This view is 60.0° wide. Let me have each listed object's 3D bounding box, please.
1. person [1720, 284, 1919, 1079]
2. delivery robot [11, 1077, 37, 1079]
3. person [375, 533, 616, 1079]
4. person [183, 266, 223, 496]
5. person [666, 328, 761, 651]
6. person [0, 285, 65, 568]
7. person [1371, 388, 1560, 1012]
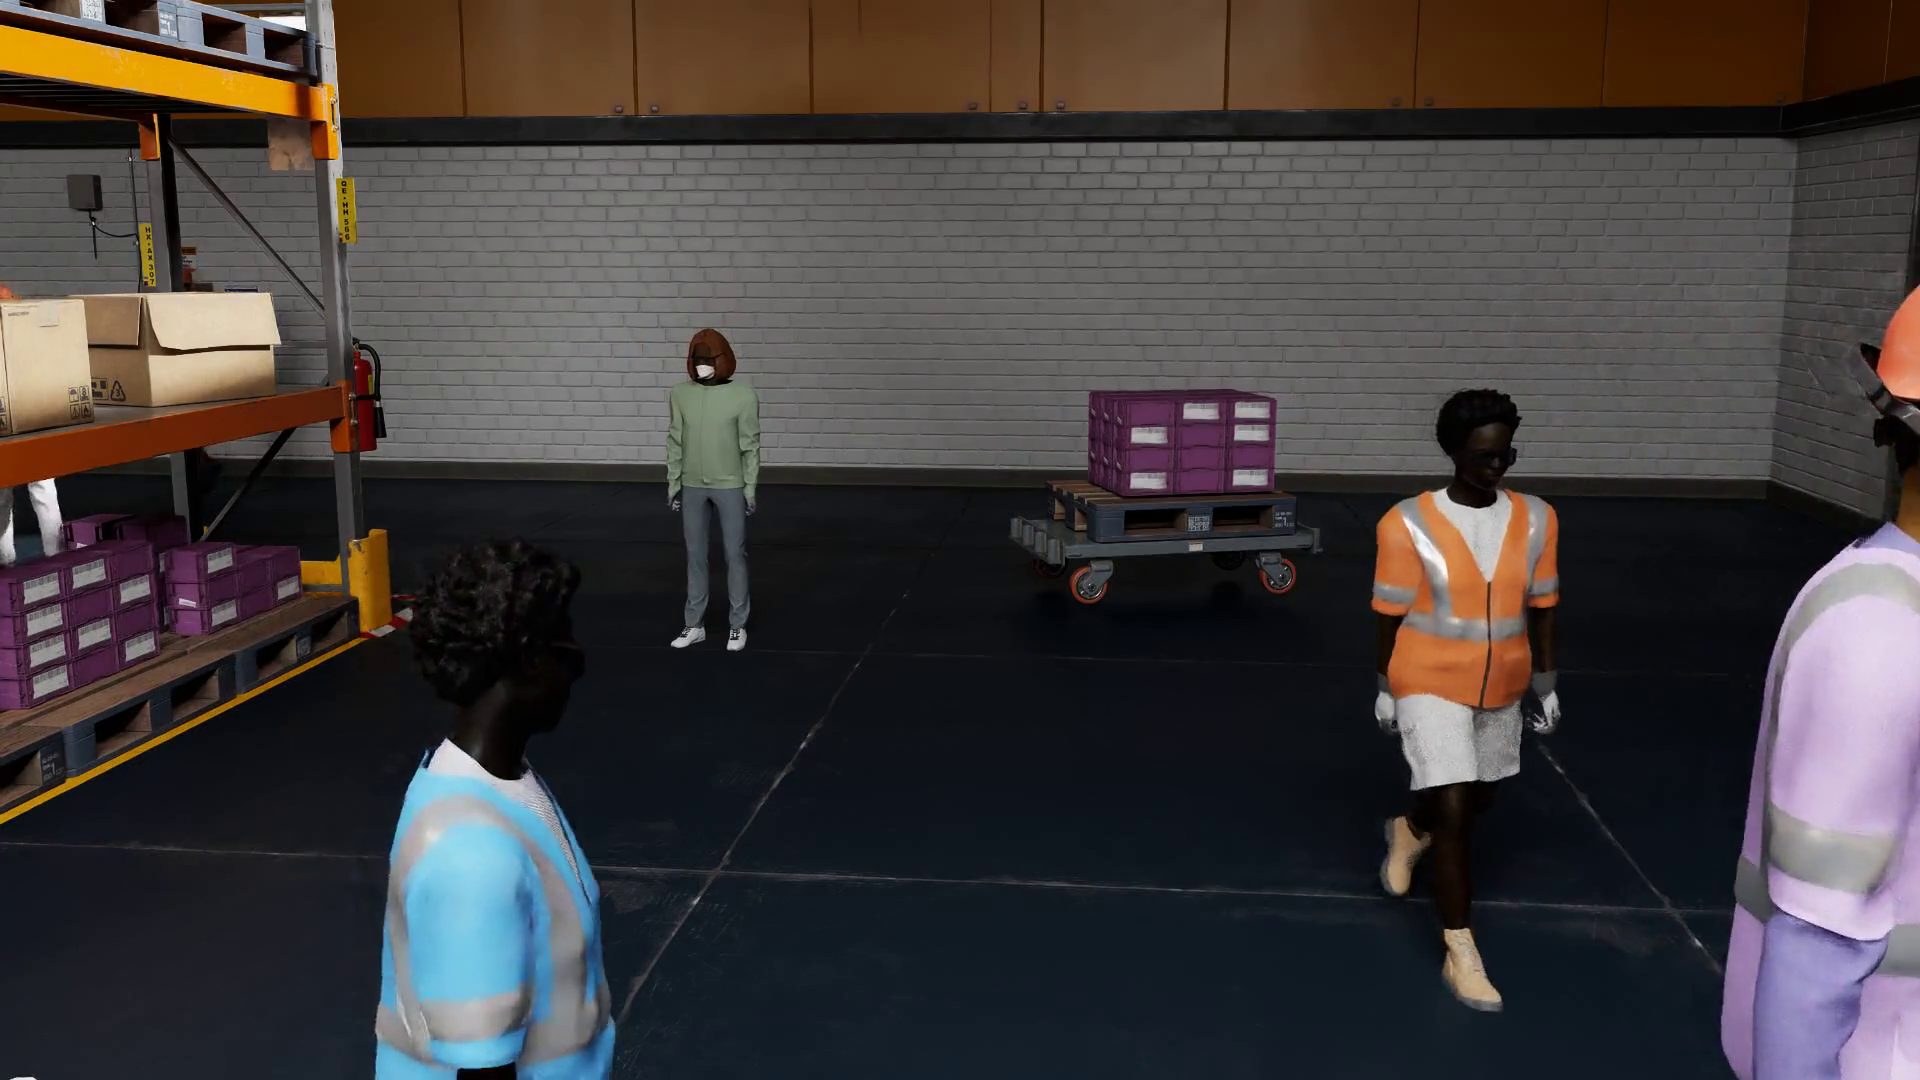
[{"bbox_3d":[1.242,0.670,2.026,0.741,2.018,0.633,6,12,33],"label":"person"},{"bbox_3d":[-1.661,1.199,2.932,0.707,0.478,0.477,9,13,42],"label":"delivery robot"},{"bbox_3d":[-0.699,0.818,2.247,0.842,1.655,0.557,-1,10,-8],"label":"person"},{"bbox_3d":[-6.254,-1.281,13.493,0.601,1.917,0.556,6,11,29],"label":"person"},{"bbox_3d":[-1.251,-0.249,8.420,0.499,1.626,0.280,3,10,14],"label":"person"},{"bbox_3d":[-5.565,-0.595,9.821,0.580,1.845,0.964,-8,13,-38],"label":"person"},{"bbox_3d":[1.385,0.386,4.706,0.528,1.667,0.788,-2,10,-10],"label":"person"}]
